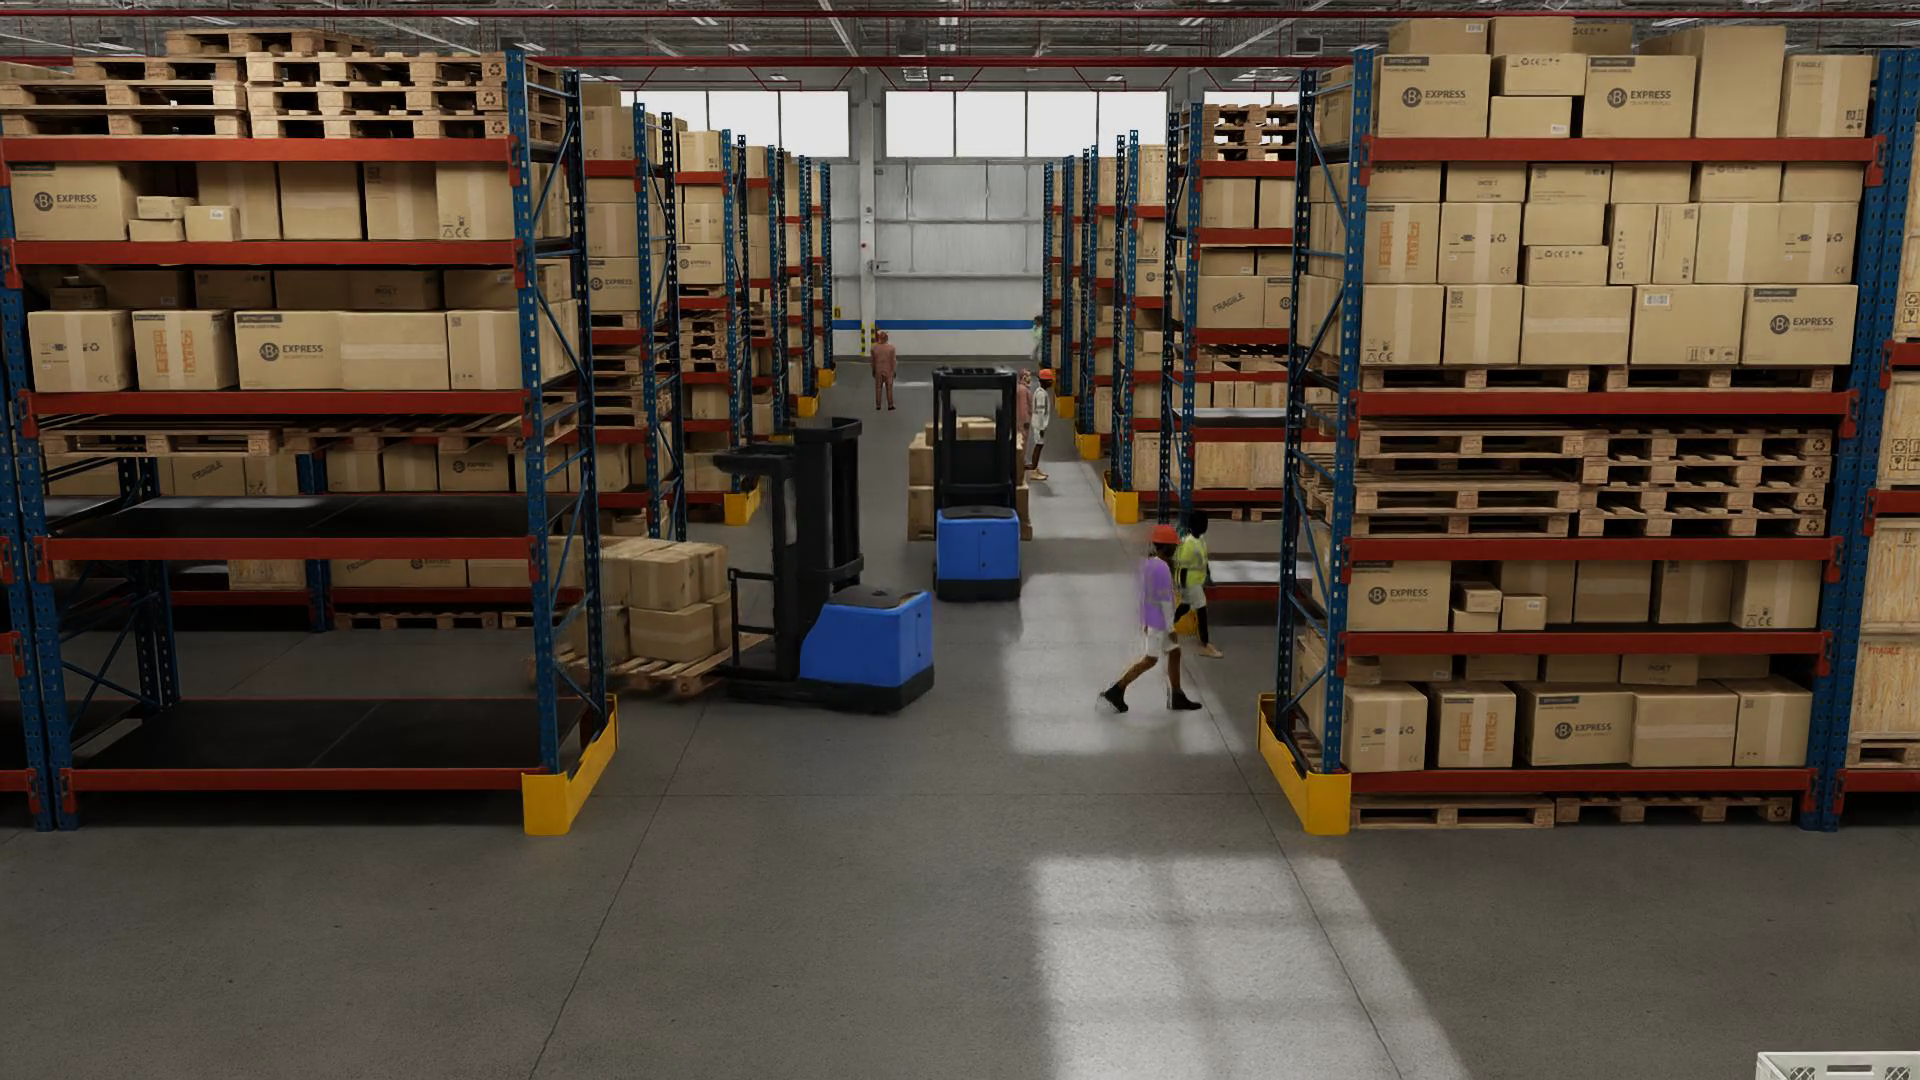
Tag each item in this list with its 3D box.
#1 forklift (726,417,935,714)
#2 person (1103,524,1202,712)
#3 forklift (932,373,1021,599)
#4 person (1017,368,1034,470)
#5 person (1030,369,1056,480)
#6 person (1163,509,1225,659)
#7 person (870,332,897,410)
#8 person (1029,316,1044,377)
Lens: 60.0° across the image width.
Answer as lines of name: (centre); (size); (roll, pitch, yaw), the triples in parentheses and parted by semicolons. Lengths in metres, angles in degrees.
forklift: (-1.291, 0.199, 16.714); (1.873, 2.768, 1.129); (4, 12, 21)
person: (1.893, 0.773, 16.318); (0.932, 1.904, 0.545); (1, 11, 4)
forklift: (0.207, -0.764, 21.488); (1.129, 2.768, 1.873); (0, 11, -2)
person: (1.226, -2.291, 31.470); (0.410, 1.913, 0.643); (-1, 11, -5)
person: (1.517, -2.099, 30.249); (0.445, 2.030, 0.621); (1, 11, 7)
person: (2.542, 0.458, 18.494); (0.846, 1.653, 0.521); (4, 12, 21)
person: (-1.847, -4.120, 40.542); (0.643, 1.909, 0.410); (2, 12, 11)
person: (2.252, -5.592, 48.102); (0.553, 1.802, 0.612); (-8, 14, -34)
